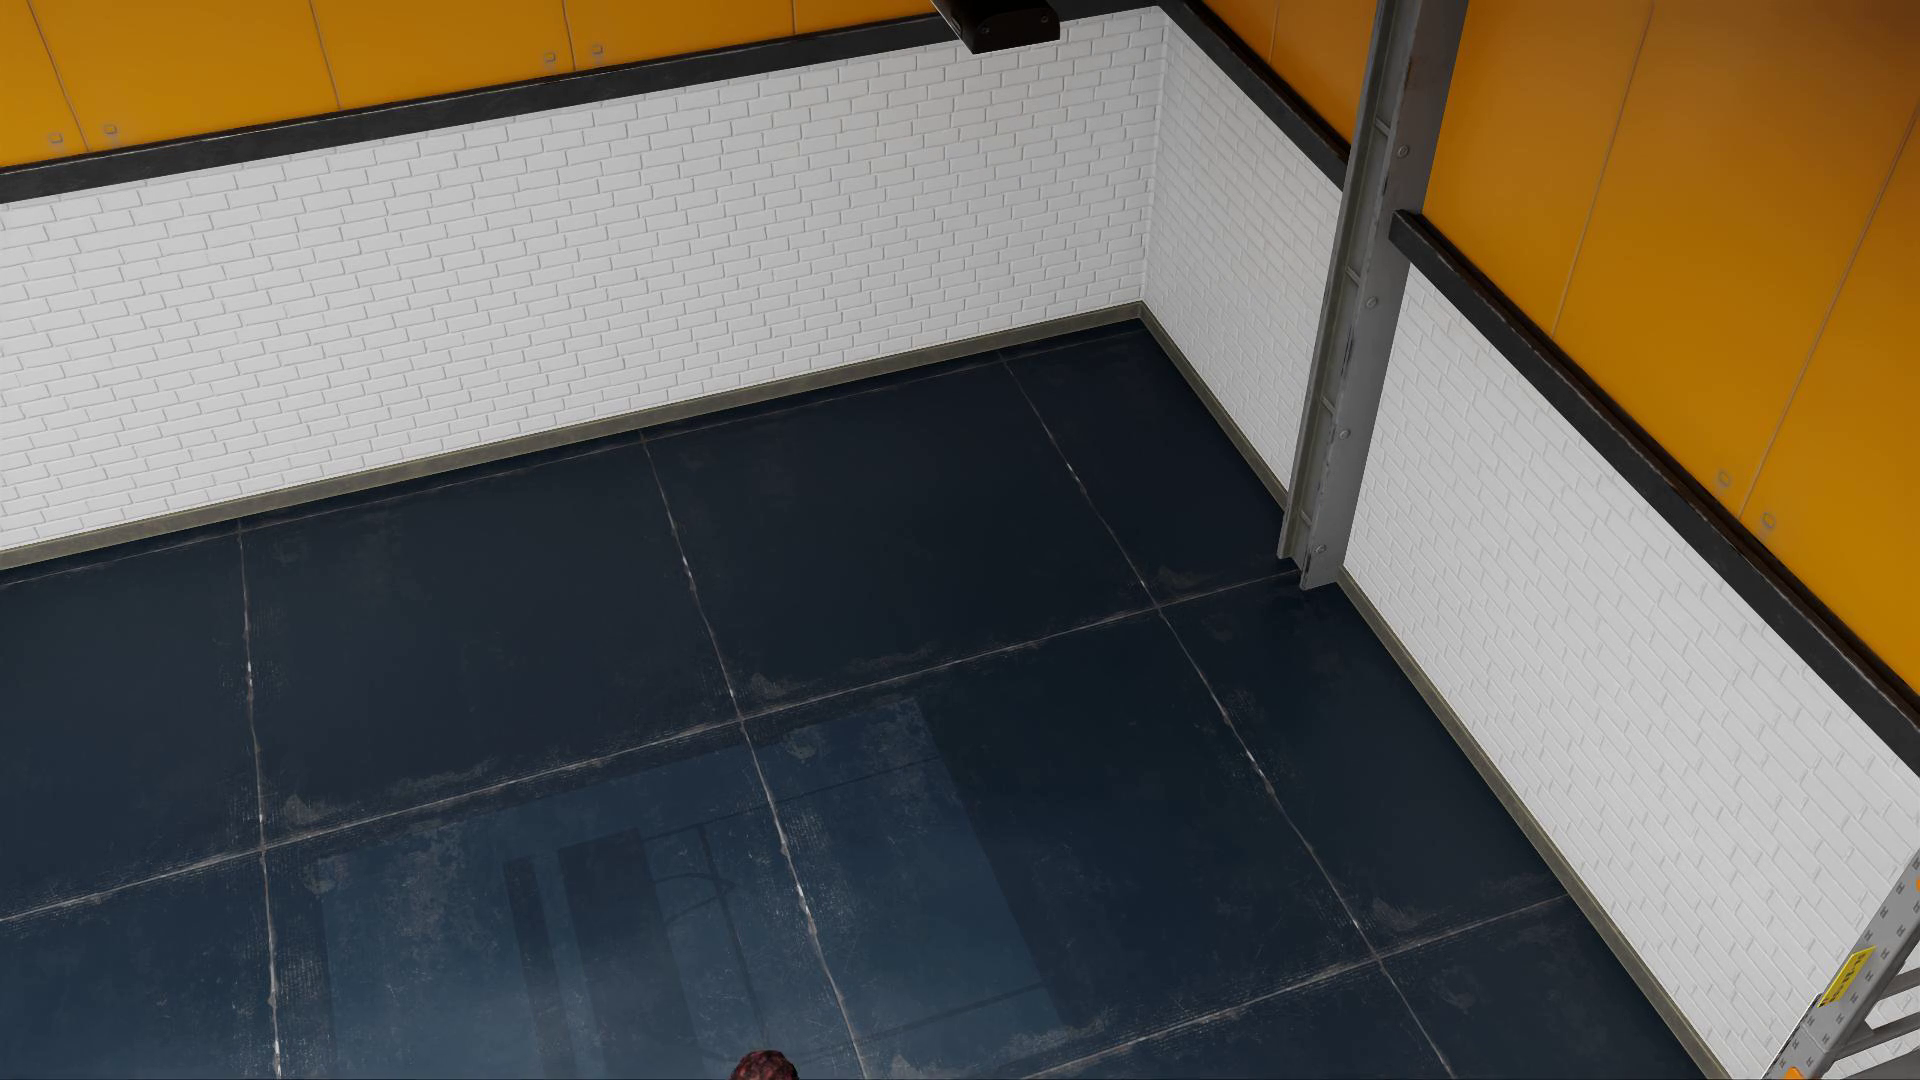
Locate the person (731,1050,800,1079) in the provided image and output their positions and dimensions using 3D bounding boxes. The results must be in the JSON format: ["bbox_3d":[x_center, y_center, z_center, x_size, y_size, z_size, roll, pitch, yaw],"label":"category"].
[{"bbox_3d":[-0.849,3.004,7.694,1.030,1.757,1.072,20,47,19],"label":"person"}]
